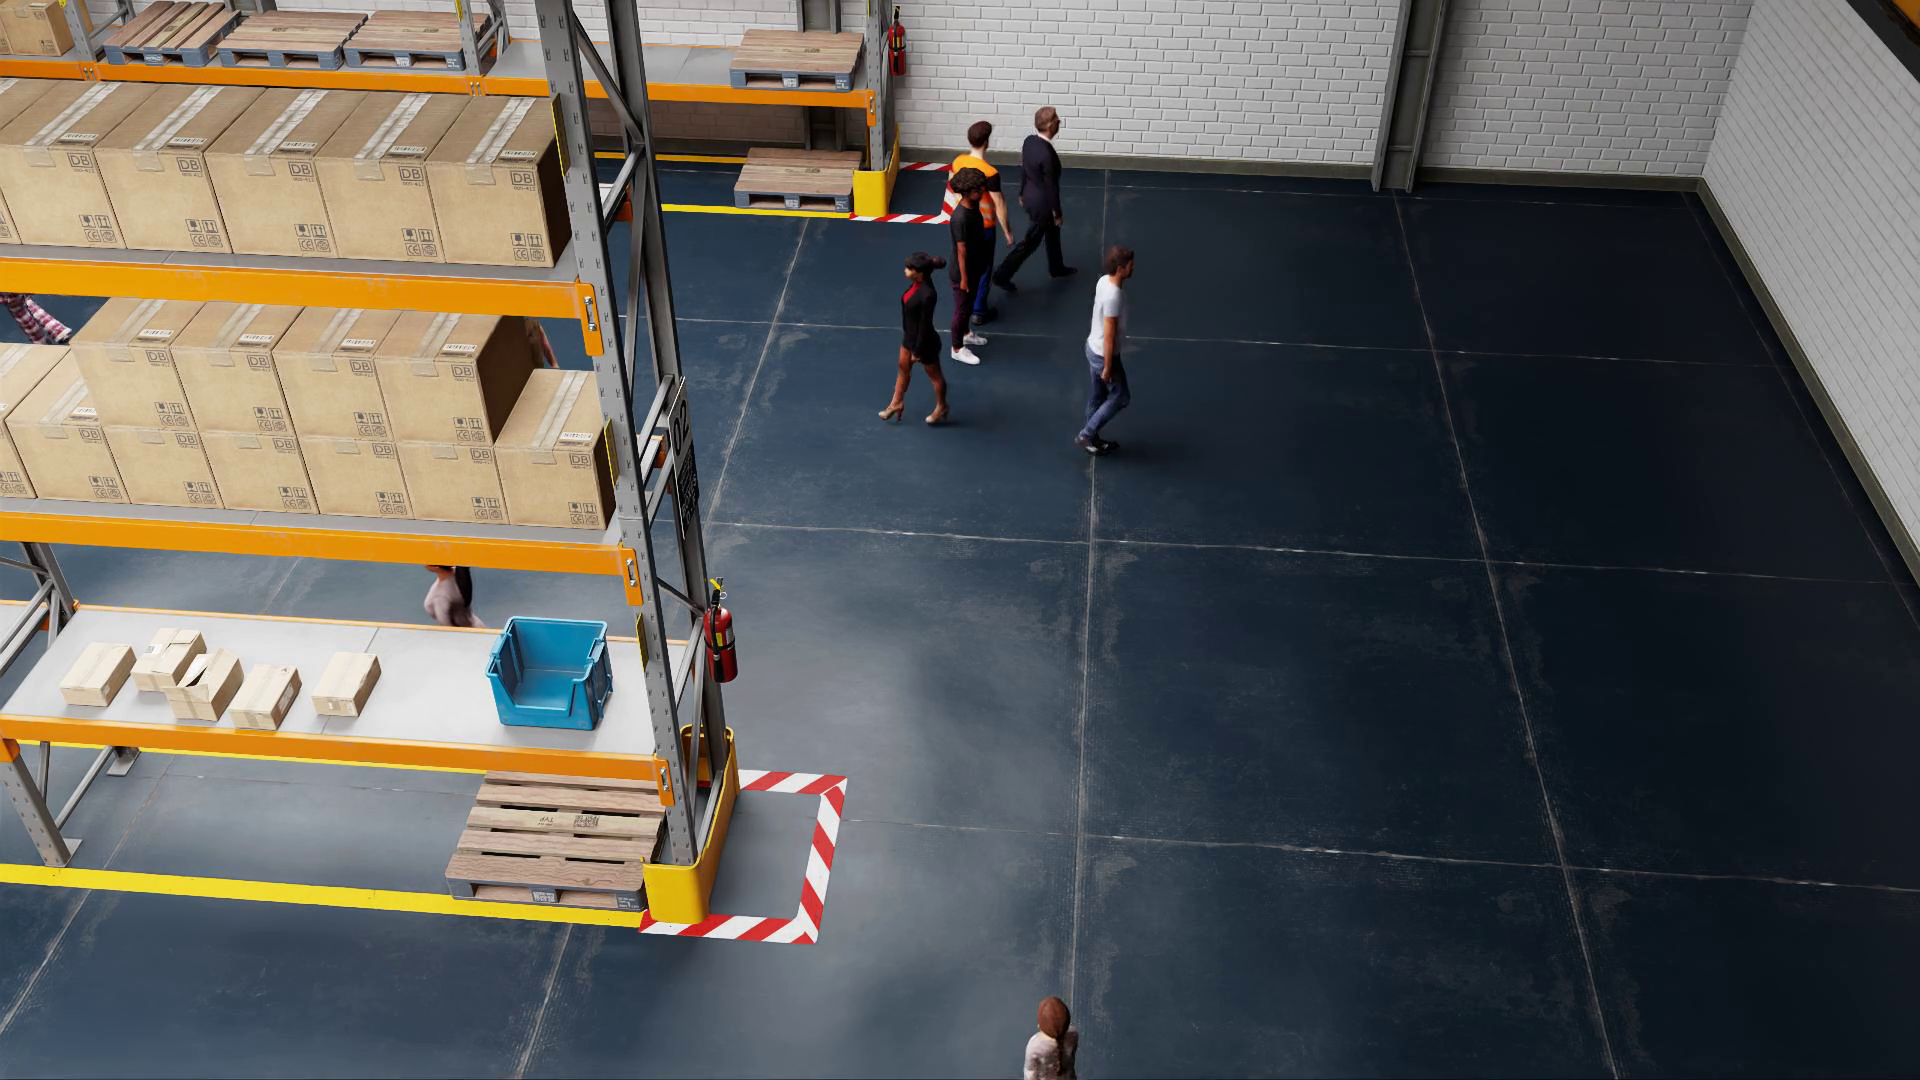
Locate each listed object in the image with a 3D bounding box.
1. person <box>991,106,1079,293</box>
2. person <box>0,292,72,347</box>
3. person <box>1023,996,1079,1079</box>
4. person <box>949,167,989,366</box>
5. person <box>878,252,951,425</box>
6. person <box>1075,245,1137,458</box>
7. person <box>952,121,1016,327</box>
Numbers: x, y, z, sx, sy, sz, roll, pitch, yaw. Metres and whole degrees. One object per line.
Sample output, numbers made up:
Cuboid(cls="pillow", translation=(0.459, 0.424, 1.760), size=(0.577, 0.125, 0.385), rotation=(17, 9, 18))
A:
Cuboid(cls="person", translation=(0.654, -3.093, 15.268), size=(1.264, 1.789, 1.002), rotation=(-11, 40, -14))
Cuboid(cls="person", translation=(-8.094, -2.262, 14.306), size=(0.663, 1.691, 0.644), rotation=(7, 39, 9))
Cuboid(cls="person", translation=(0.475, 2.761, 8.421), size=(0.492, 1.187, 0.602), rotation=(-12, 40, -15))
Cuboid(cls="person", translation=(0.061, -2.409, 14.417), size=(0.583, 1.781, 0.654), rotation=(8, 39, 10))
Cuboid(cls="person", translation=(-0.223, -1.621, 13.561), size=(0.907, 1.619, 0.754), rotation=(-9, 39, -11))
Cuboid(cls="person", translation=(1.065, -1.477, 13.194), size=(0.722, 1.851, 0.687), rotation=(-4, 39, -5))
Cuboid(cls="person", translation=(0.131, -2.813, 14.848), size=(0.820, 1.875, 0.937), rotation=(30, 47, 32))
